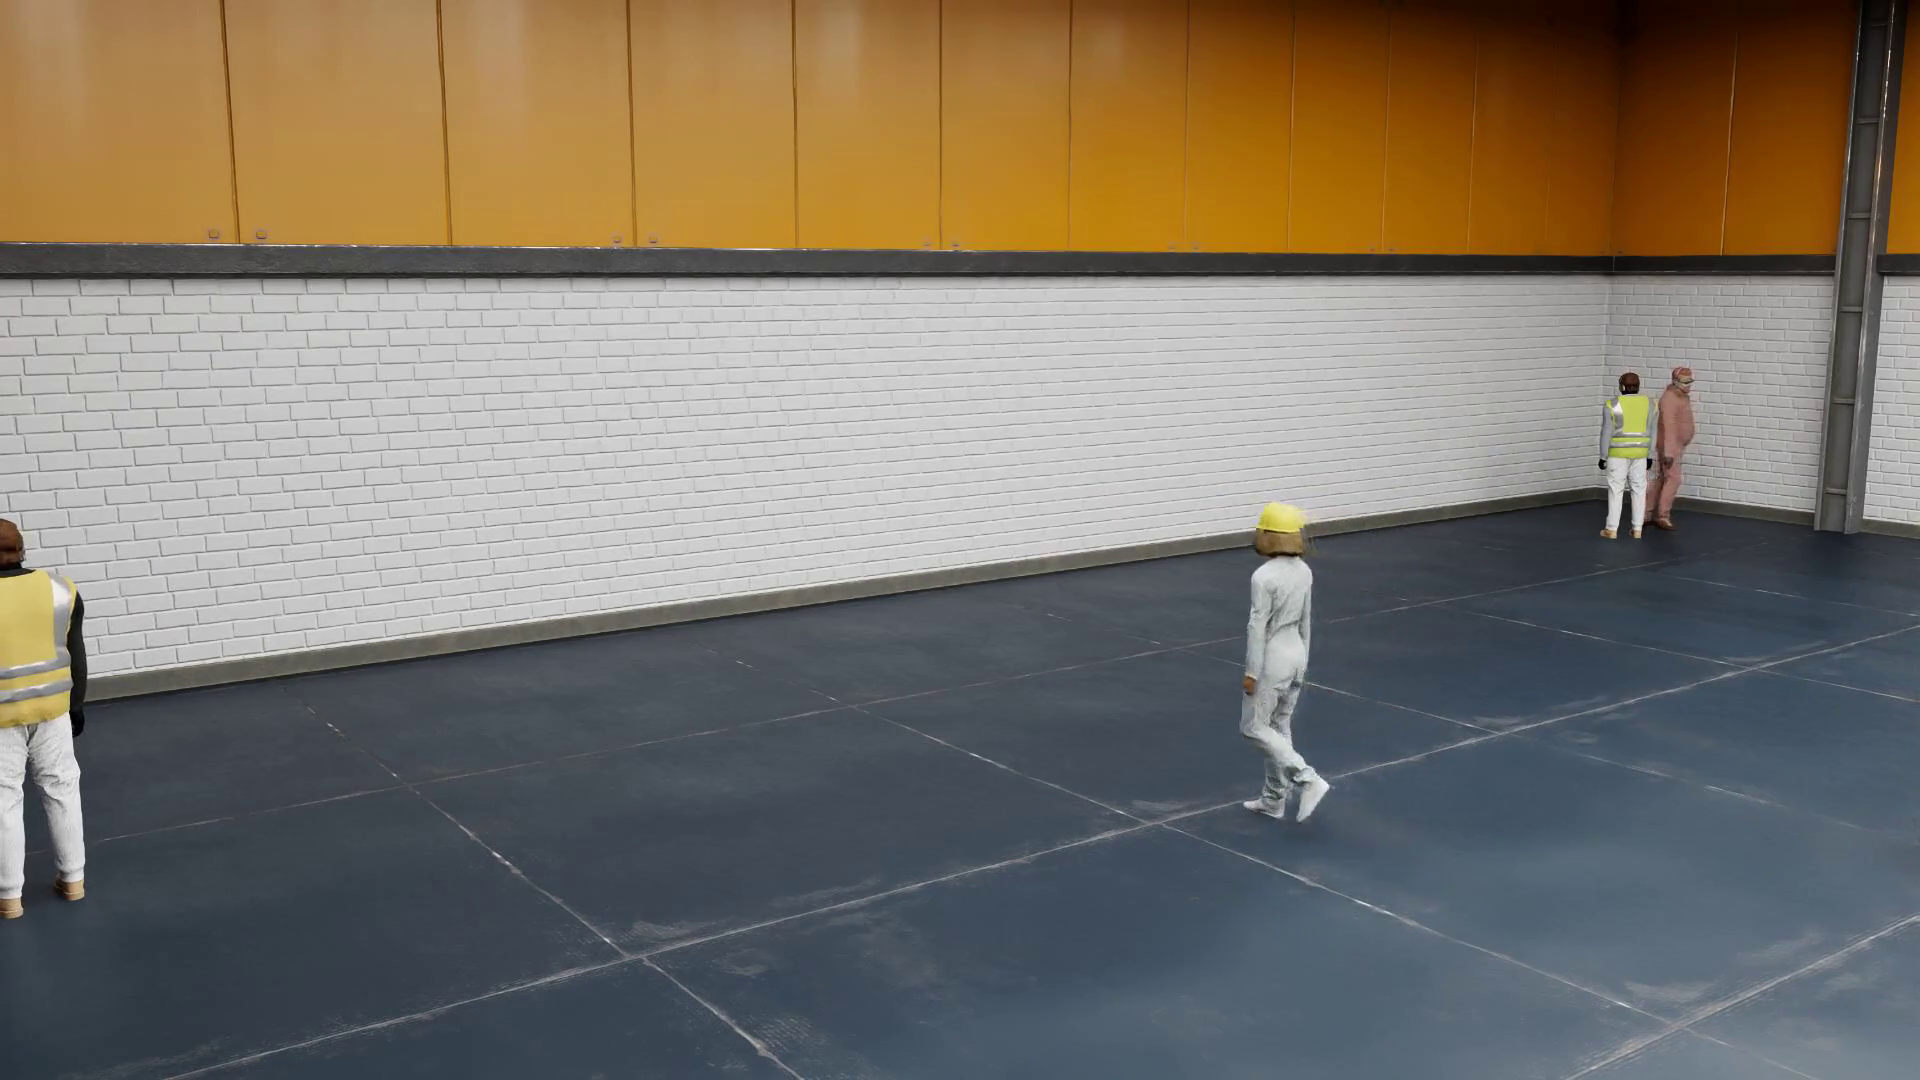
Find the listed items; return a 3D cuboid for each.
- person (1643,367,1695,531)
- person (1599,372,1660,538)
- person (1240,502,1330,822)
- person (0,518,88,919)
[{"bbox_3d":[8.085,-1.048,19.009,0.559,1.872,0.676,6,11,31],"label":"person"},{"bbox_3d":[7.340,-0.927,18.331,0.624,1.840,0.429,0,9,-1],"label":"person"},{"bbox_3d":[1.733,0.668,8.809,0.510,1.730,0.493,9,13,43],"label":"person"},{"bbox_3d":[-4.336,0.808,7.637,0.429,1.838,0.622,8,12,40],"label":"person"}]
